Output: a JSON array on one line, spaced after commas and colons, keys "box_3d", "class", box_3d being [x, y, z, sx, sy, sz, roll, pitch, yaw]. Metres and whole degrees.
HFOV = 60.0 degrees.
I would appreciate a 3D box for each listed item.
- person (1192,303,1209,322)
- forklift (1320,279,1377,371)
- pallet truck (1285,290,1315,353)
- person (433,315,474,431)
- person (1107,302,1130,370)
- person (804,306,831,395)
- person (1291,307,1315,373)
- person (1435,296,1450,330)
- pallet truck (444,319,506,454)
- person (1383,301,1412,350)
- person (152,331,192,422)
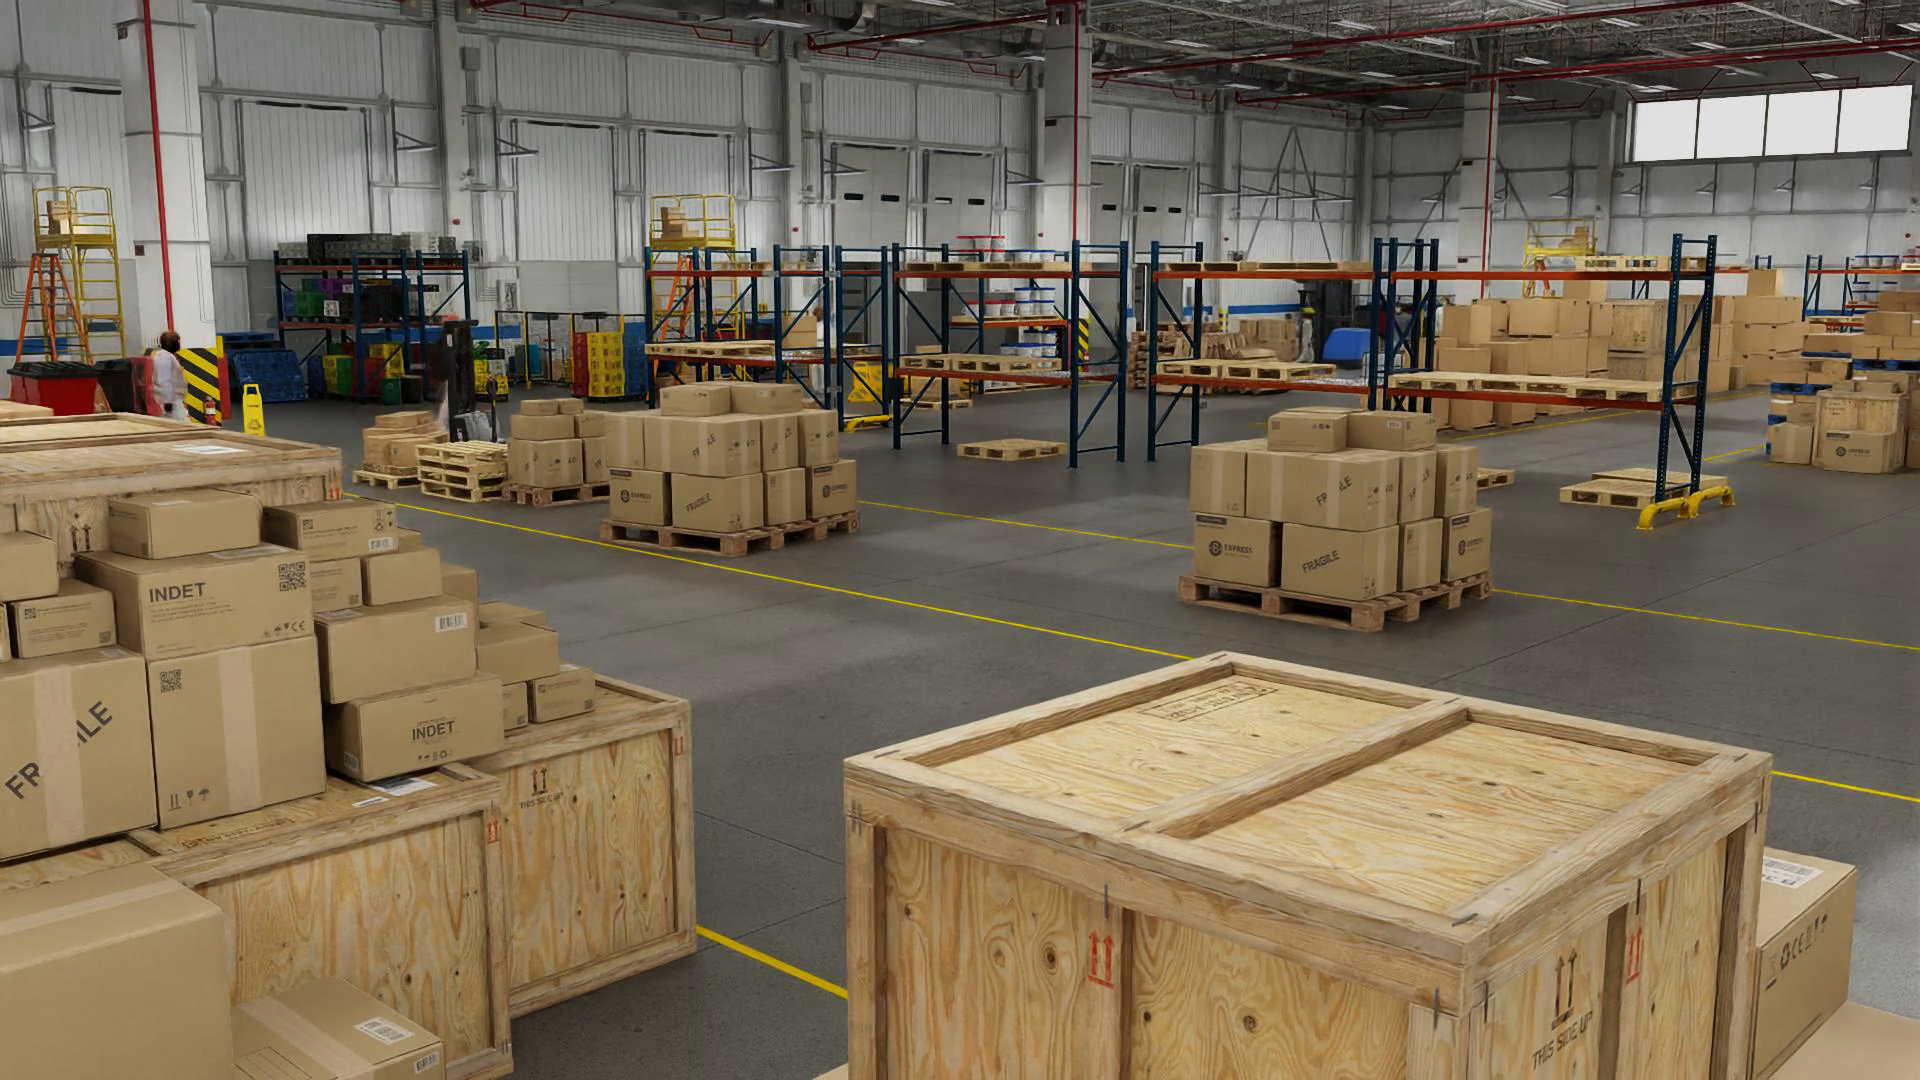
[{"box_3d": [7.399, -6.457, 51.010, 0.536, 1.602, 0.793, -1, 9, -4], "class": "person"}, {"box_3d": [9.936, -5.878, 43.584, 1.873, 2.768, 1.129, 9, 13, 43], "class": "forklift"}, {"box_3d": [11.297, -6.951, 52.861, 1.885, 1.965, 0.823, -5, 11, -29], "class": "pallet truck"}, {"box_3d": [-7.849, -2.540, 25.977, 0.657, 1.935, 1.024, 7, 12, 37], "class": "person"}, {"box_3d": [4.160, -5.255, 42.978, 0.584, 1.831, 0.532, 0, 9, 0], "class": "person"}, {"box_3d": [-3.019, -3.976, 35.054, 0.591, 1.880, 0.562, 0, 9, 3], "class": "person"}, {"box_3d": [8.531, -4.906, 41.149, 0.615, 1.724, 0.492, 2, 10, 14], "class": "person"}, {"box_3d": [13.250, -5.708, 45.495, 0.658, 1.917, 0.604, 6, 11, 33], "class": "person"}, {"box_3d": [-6.981, -1.942, 22.150, 1.885, 1.965, 0.823, 1, 9, 9], "class": "pallet truck"}, {"box_3d": [10.198, -4.617, 38.807, 0.629, 1.925, 0.446, 7, 12, 36], "class": "person"}, {"box_3d": [-10.486, -1.863, 22.180, 0.481, 1.827, 0.658, -4, 10, -23], "class": "person"}]
